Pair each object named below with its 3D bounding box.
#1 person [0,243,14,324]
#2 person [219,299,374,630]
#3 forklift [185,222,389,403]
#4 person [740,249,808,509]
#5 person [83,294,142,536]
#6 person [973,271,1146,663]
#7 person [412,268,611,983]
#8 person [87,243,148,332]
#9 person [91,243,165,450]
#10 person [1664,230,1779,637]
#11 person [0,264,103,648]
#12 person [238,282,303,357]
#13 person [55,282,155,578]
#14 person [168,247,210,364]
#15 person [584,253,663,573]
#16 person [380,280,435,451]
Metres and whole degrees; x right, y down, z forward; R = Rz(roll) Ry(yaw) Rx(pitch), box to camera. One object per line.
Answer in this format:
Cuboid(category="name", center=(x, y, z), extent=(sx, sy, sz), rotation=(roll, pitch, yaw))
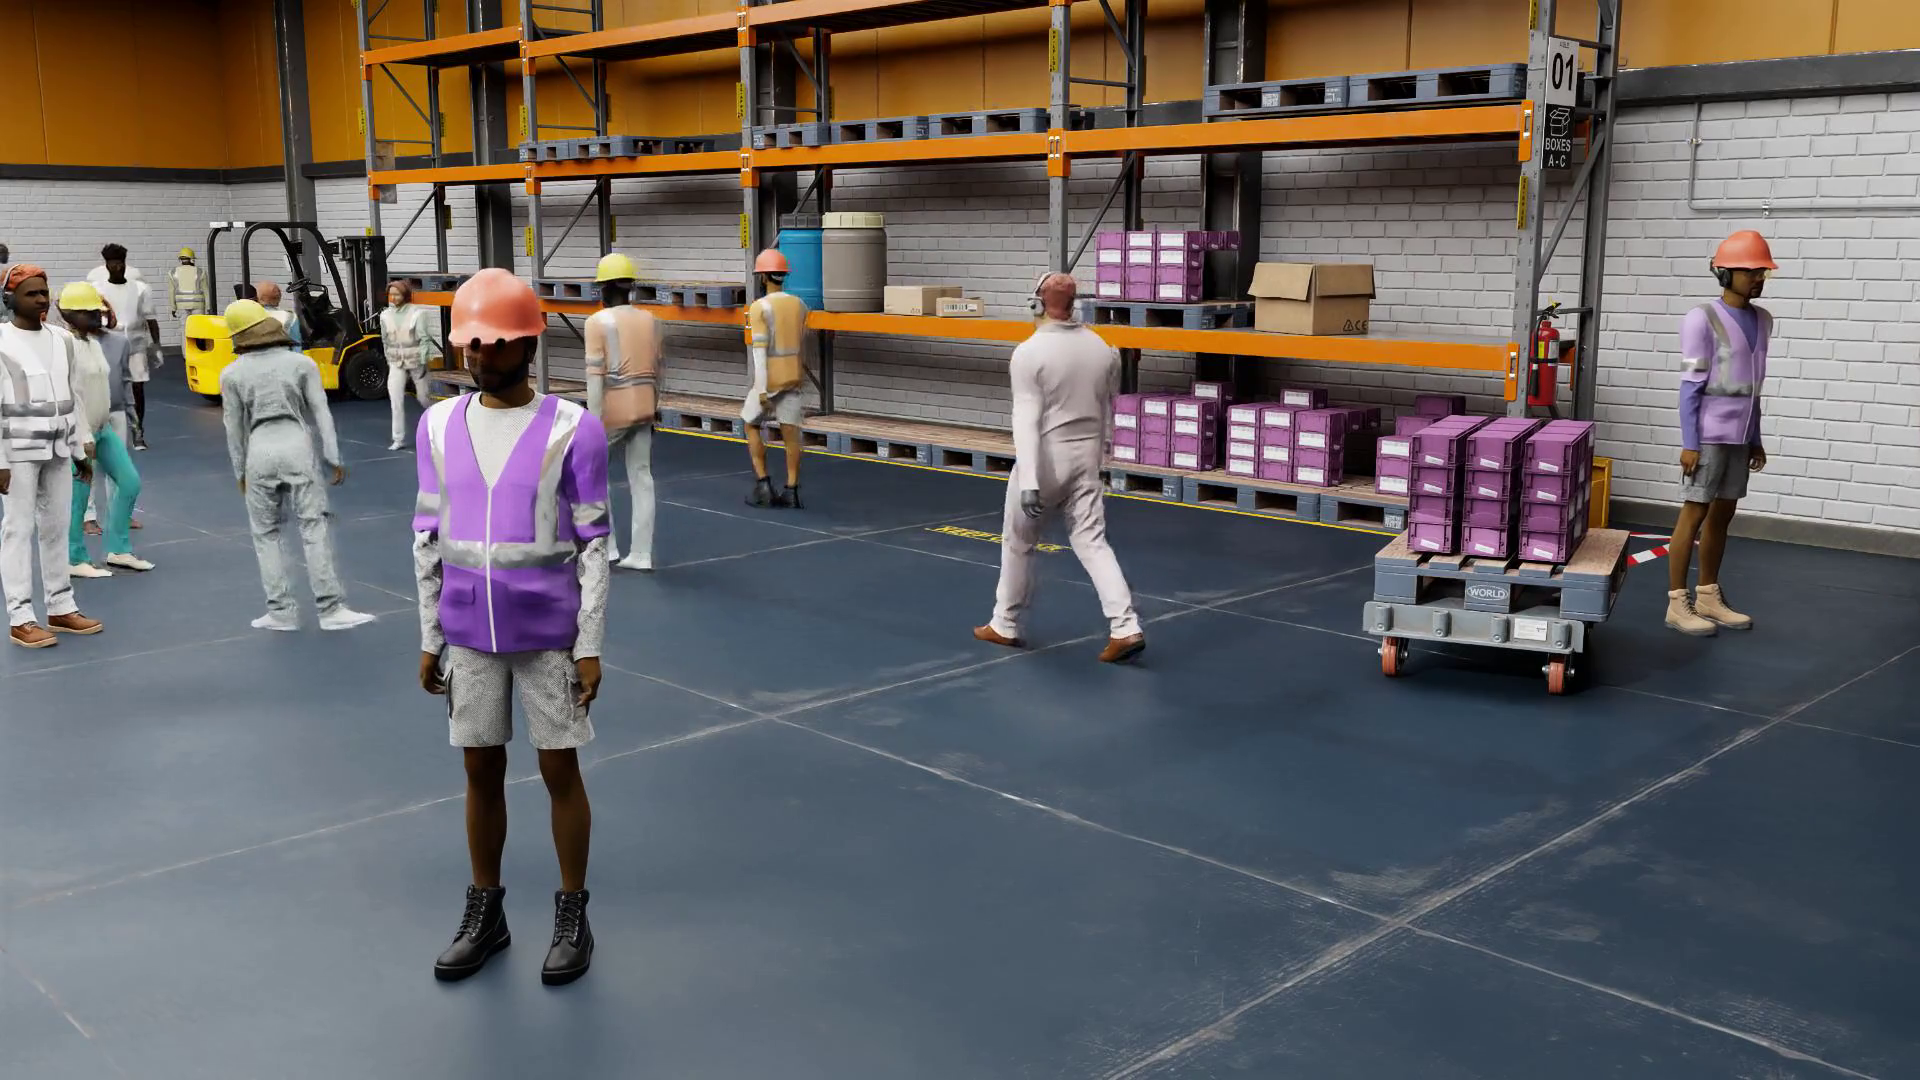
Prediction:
Cuboid(category="person", center=(-12.987, -3.067, 22.636), extent=(0.654, 1.911, 0.793), rotation=(3, 11, 14))
Cuboid(category="person", center=(-3.406, -0.382, 8.556), extent=(0.676, 1.696, 0.373), rotation=(-3, 11, -17))
Cuboid(category="forklift", center=(-8.169, -2.758, 20.163), extent=(2.313, 2.155, 1.214), rotation=(-10, 14, -44))
Cuboid(category="person", center=(-1.394, -1.186, 12.352), extent=(0.553, 1.917, 0.589), rotation=(-10, 14, -42))
Cuboid(category="person", center=(-5.846, -0.857, 11.330), extent=(0.266, 1.631, 0.507), rotation=(6, 12, 29))
Cuboid(category="person", center=(0.487, -0.349, 7.946), extent=(0.642, 1.864, 0.995), rotation=(-8, 13, -38))
Cuboid(category="person", center=(-1.213, 0.244, 4.498), extent=(0.544, 1.938, 0.356), rotation=(1, 10, 6))
Cuboid(category="person", center=(-10.640, -2.789, 21.067), extent=(0.655, 1.921, 0.669), rotation=(-4, 11, -19))
Cuboid(category="person", center=(-7.835, -1.795, 15.588), extent=(0.640, 1.942, 0.482), rotation=(-8, 13, -37))
Cuboid(category="person", center=(3.900, -0.537, 8.463), extent=(0.609, 2.044, 0.394), rotation=(-6, 12, -29))
Cuboid(category="person", center=(-4.585, -0.422, 8.277), extent=(0.362, 1.883, 0.575), rotation=(4, 11, 19))
Cuboid(category="person", center=(-6.197, -1.508, 14.969), extent=(0.525, 1.596, 0.826), rotation=(-5, 12, -27))
Cuboid(category="person", center=(-5.054, -0.630, 9.762), extent=(0.576, 1.747, 0.542), rotation=(0, 10, 1))
Cuboid(category="person", center=(-12.119, -3.684, 26.208), extent=(0.594, 1.828, 0.403), rotation=(-3, 11, -15))
Cuboid(category="person", center=(-2.080, -0.756, 10.020), extent=(0.617, 1.906, 0.629), rotation=(8, 13, 37))
Cuboid(category="person", center=(-5.257, -1.689, 15.927), extent=(0.506, 1.607, 0.760), rotation=(1, 10, 6))
